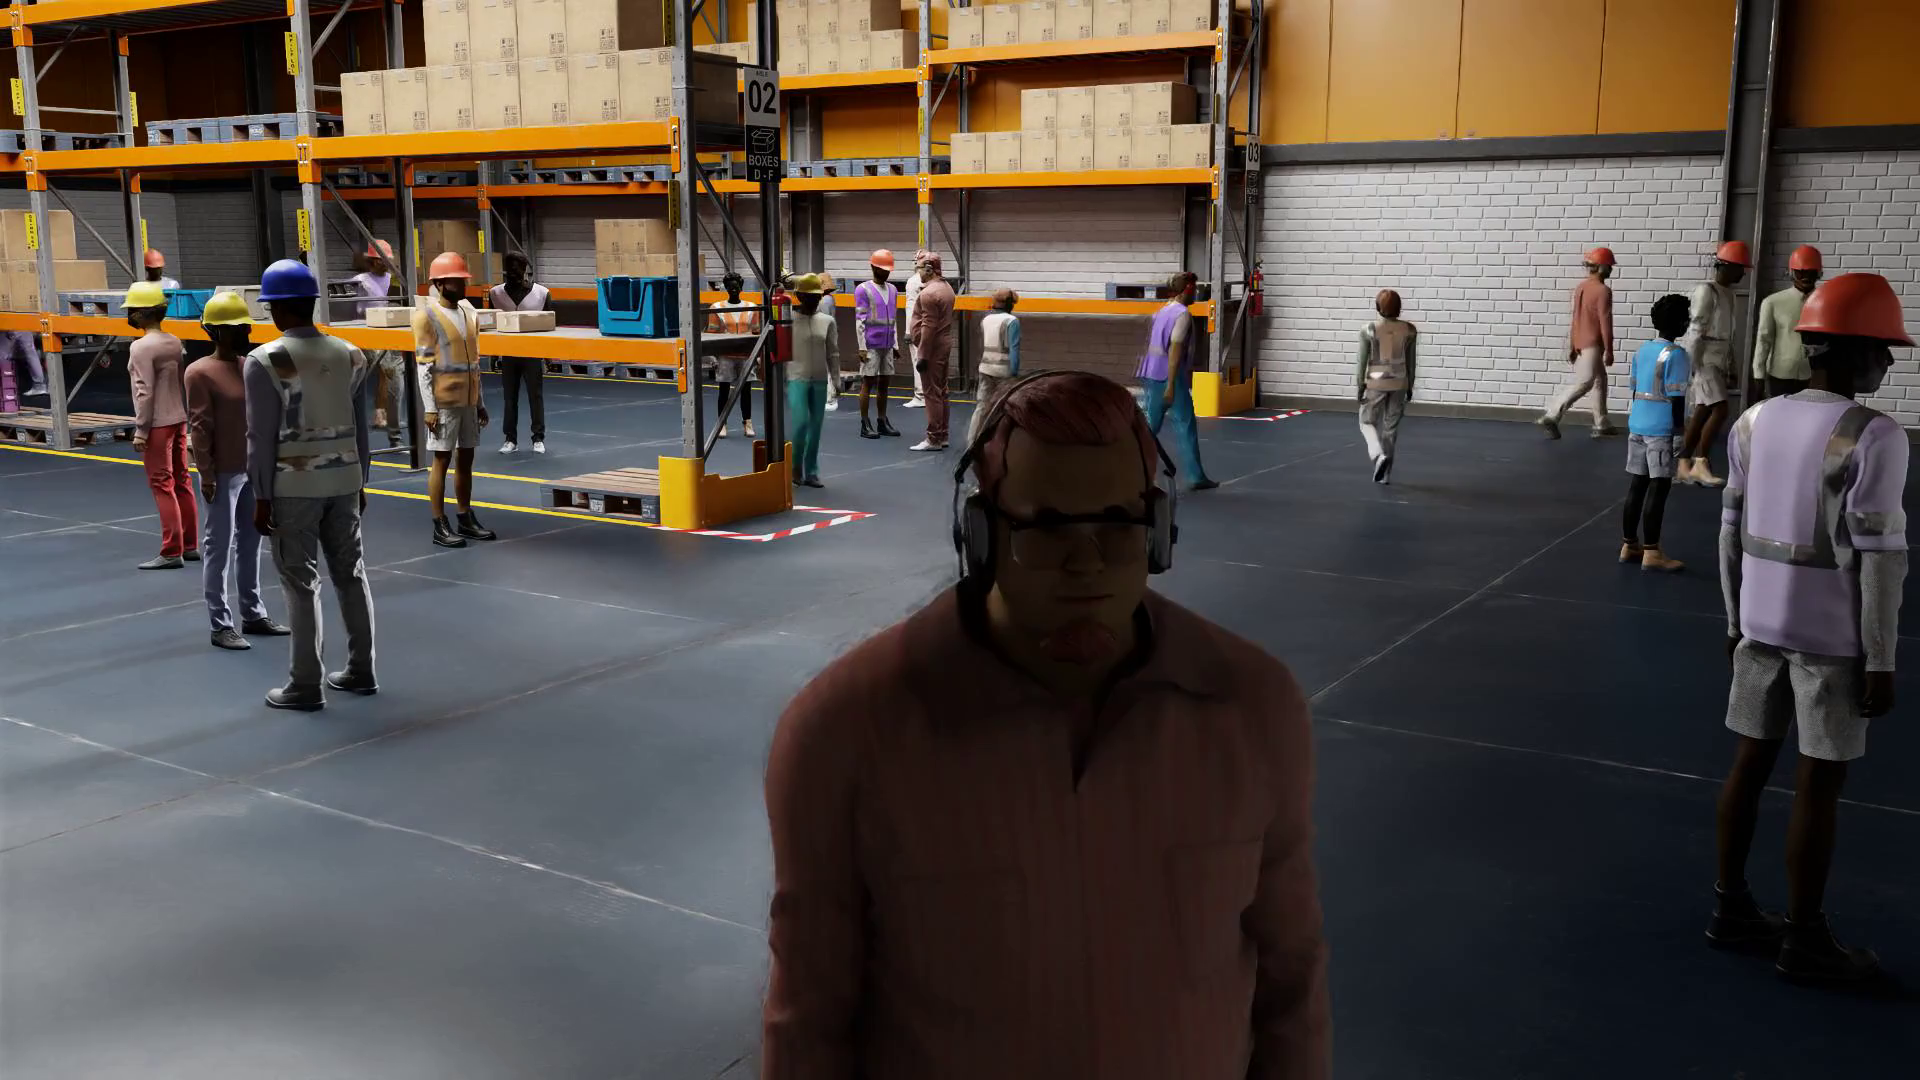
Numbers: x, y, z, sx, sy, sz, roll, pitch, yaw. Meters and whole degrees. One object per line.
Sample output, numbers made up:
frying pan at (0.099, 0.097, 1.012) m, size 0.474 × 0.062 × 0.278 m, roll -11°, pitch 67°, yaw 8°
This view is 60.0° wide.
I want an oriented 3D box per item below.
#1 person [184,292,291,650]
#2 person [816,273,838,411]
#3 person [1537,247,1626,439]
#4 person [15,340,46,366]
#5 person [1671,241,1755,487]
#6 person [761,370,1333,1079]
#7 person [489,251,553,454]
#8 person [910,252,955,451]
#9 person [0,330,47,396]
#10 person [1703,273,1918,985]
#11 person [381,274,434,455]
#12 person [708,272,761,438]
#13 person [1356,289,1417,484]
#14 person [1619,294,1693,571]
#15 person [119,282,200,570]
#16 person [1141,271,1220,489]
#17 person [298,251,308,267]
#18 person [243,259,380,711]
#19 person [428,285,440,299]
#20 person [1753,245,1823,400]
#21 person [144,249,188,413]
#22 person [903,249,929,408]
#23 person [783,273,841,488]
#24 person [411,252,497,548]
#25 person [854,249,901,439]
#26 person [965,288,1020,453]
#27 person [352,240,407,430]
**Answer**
person at (-3.612, -0.347, 8.316) m, size 0.311 × 1.769 × 0.522 m, roll 3°, pitch 11°, yaw 16°
person at (-1.597, -2.355, 19.805) m, size 0.281 × 1.634 × 0.498 m, roll 1°, pitch 10°, yaw 7°
person at (6.360, -1.992, 16.894) m, size 0.969 × 1.959 × 0.628 m, roll -1°, pitch 10°, yaw -4°
person at (-14.737, -3.563, 26.097) m, size 0.728 × 1.815 × 0.608 m, roll -7°, pitch 12°, yaw -33°
person at (6.205, -1.424, 13.602) m, size 0.667 × 2.008 × 0.642 m, roll 10°, pitch 14°, yaw 43°
person at (0.112, 0.753, 1.884) m, size 0.645 × 1.893 × 0.429 m, roll -3°, pitch 11°, yaw -14°
person at (-4.171, -1.777, 15.820) m, size 0.597 × 1.915 × 0.371 m, roll -1°, pitch 10°, yaw -4°
person at (-0.281, -1.809, 16.029) m, size 0.411 × 1.908 × 0.643 m, roll 3°, pitch 11°, yaw 15°
person at (-12.353, -2.776, 21.499) m, size 0.966 × 1.856 × 0.665 m, roll 0°, pitch 10°, yaw -2°
person at (2.353, 0.243, 4.578) m, size 0.375 × 1.933 × 0.550 m, roll -4°, pitch 11°, yaw -20°
person at (-5.259, -1.677, 15.769) m, size 0.315 × 1.739 × 0.483 m, roll 7°, pitch 12°, yaw 33°
person at (-2.301, -1.885, 17.030) m, size 0.542 × 1.695 × 0.316 m, roll -3°, pitch 11°, yaw -17°
person at (3.511, -1.242, 13.667) m, size 0.518 × 1.627 × 0.480 m, roll -1°, pitch 10°, yaw -5°
person at (4.313, -0.663, 10.259) m, size 0.317 × 1.695 × 0.540 m, roll -1°, pitch 10°, yaw -6°
person at (-4.962, -0.701, 10.276) m, size 0.317 × 1.767 × 0.534 m, roll 0°, pitch 10°, yaw 0°
person at (1.662, -1.266, 13.394) m, size 0.932 × 1.781 × 0.615 m, roll -3°, pitch 11°, yaw -17°
person at (-9.566, -3.320, 24.522) m, size 0.521 × 1.865 × 0.328 m, roll -6°, pitch 12°, yaw -30°
person at (-2.830, -0.241, 7.247) m, size 0.408 × 1.938 × 0.607 m, roll 6°, pitch 12°, yaw 30°
person at (-7.776, -3.289, 25.019) m, size 0.280 × 1.625 × 0.503 m, roll 4°, pitch 11°, yaw 23°
person at (6.506, -1.289, 12.930) m, size 0.654 × 1.979 × 0.462 m, roll 3°, pitch 11°, yaw 14°
person at (-9.241, -2.399, 19.278) m, size 0.565 × 1.909 × 0.658 m, roll -9°, pitch 14°, yaw -42°
person at (-0.459, -2.556, 20.169) m, size 0.408 × 1.908 × 0.643 m, roll 8°, pitch 13°, yaw 36°
person at (-1.224, -1.292, 13.563) m, size 0.552 × 1.750 × 0.365 m, roll -7°, pitch 12°, yaw -33°
person at (-3.351, -0.928, 11.051) m, size 0.358 × 1.941 × 0.546 m, roll 5°, pitch 11°, yaw 26°
person at (-0.819, -2.006, 17.057) m, size 0.542 × 1.929 × 0.373 m, roll -10°, pitch 14°, yaw -44°
person at (0.398, -1.544, 15.453) m, size 0.914 × 1.576 × 0.568 m, roll -10°, pitch 14°, yaw -43°
person at (-6.039, -2.150, 17.607) m, size 0.854 × 2.013 × 0.643 m, roll 8°, pitch 13°, yaw 36°
